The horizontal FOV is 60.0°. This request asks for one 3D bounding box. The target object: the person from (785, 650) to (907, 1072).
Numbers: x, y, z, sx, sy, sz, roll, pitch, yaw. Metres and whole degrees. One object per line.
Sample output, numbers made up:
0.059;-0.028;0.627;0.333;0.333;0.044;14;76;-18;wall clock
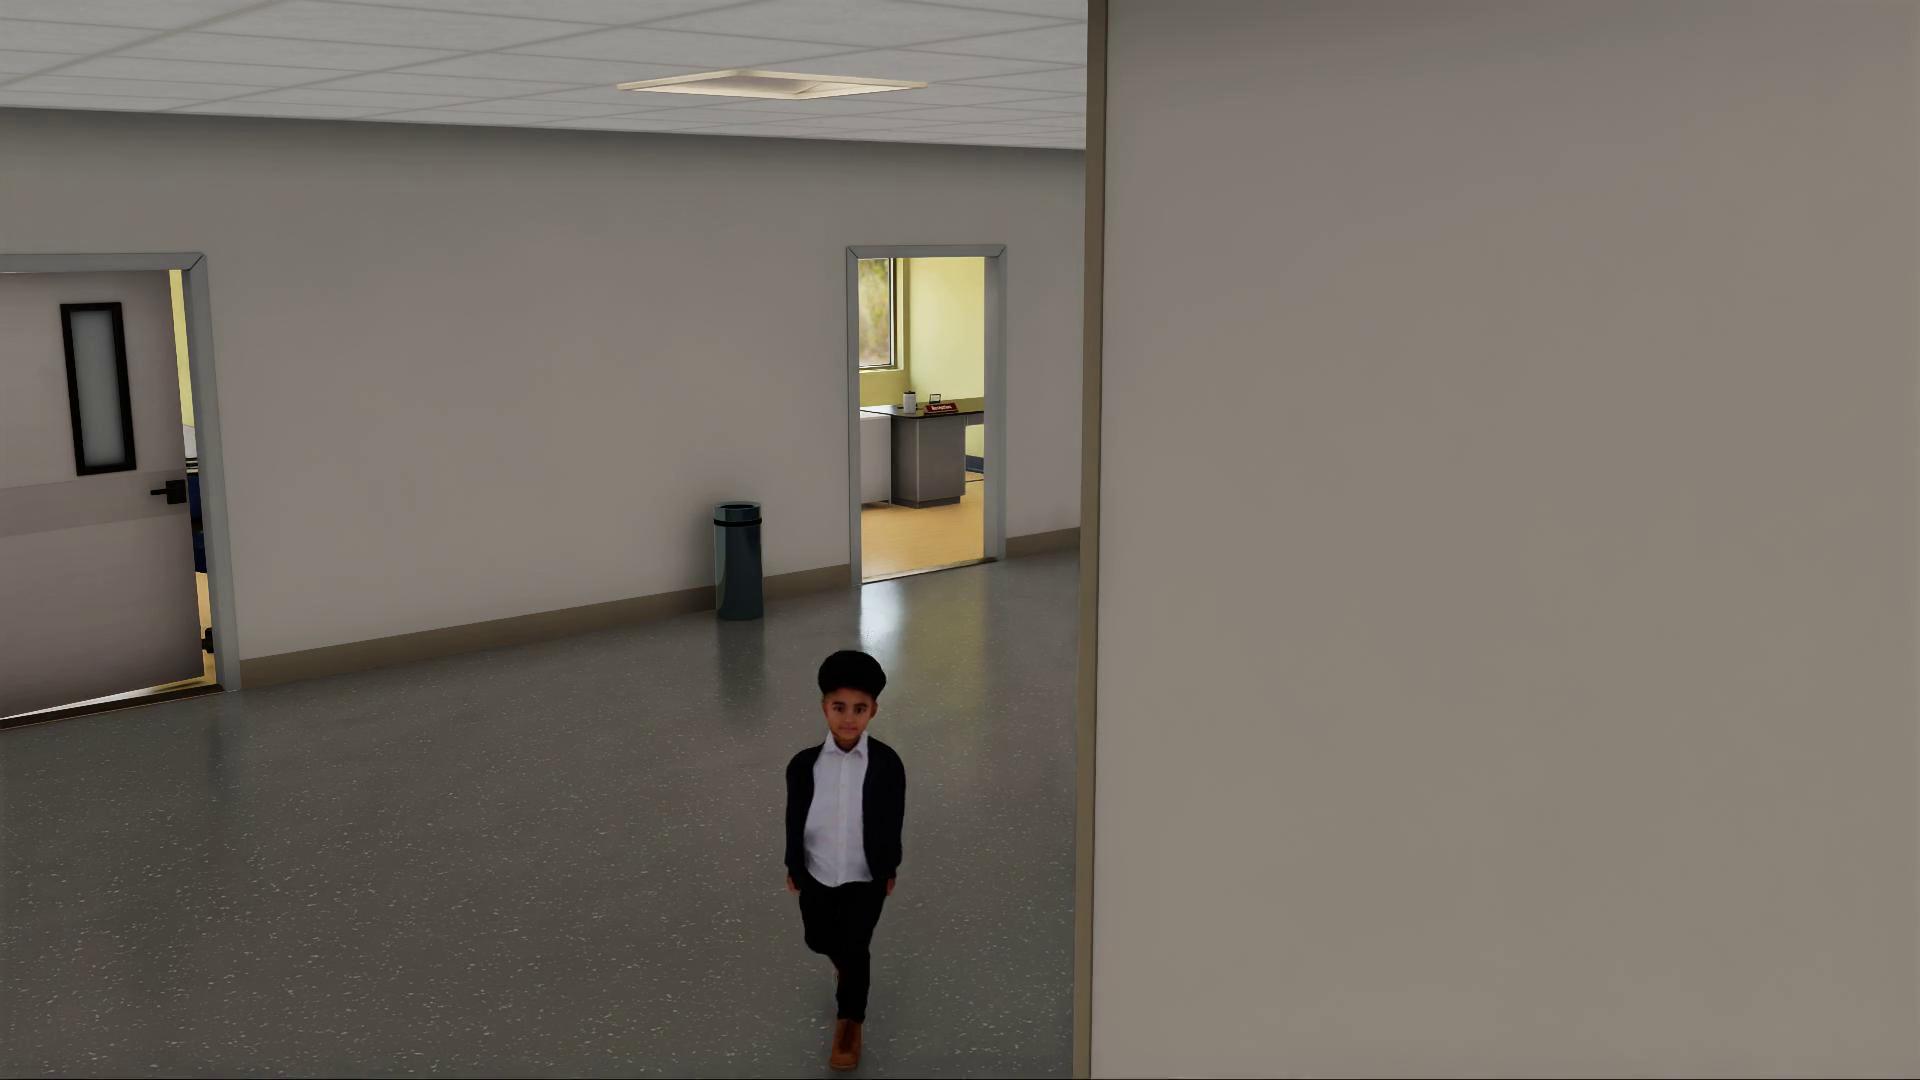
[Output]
-0.344;0.914;4.937;0.755;1.212;0.824;1;11;6;person
